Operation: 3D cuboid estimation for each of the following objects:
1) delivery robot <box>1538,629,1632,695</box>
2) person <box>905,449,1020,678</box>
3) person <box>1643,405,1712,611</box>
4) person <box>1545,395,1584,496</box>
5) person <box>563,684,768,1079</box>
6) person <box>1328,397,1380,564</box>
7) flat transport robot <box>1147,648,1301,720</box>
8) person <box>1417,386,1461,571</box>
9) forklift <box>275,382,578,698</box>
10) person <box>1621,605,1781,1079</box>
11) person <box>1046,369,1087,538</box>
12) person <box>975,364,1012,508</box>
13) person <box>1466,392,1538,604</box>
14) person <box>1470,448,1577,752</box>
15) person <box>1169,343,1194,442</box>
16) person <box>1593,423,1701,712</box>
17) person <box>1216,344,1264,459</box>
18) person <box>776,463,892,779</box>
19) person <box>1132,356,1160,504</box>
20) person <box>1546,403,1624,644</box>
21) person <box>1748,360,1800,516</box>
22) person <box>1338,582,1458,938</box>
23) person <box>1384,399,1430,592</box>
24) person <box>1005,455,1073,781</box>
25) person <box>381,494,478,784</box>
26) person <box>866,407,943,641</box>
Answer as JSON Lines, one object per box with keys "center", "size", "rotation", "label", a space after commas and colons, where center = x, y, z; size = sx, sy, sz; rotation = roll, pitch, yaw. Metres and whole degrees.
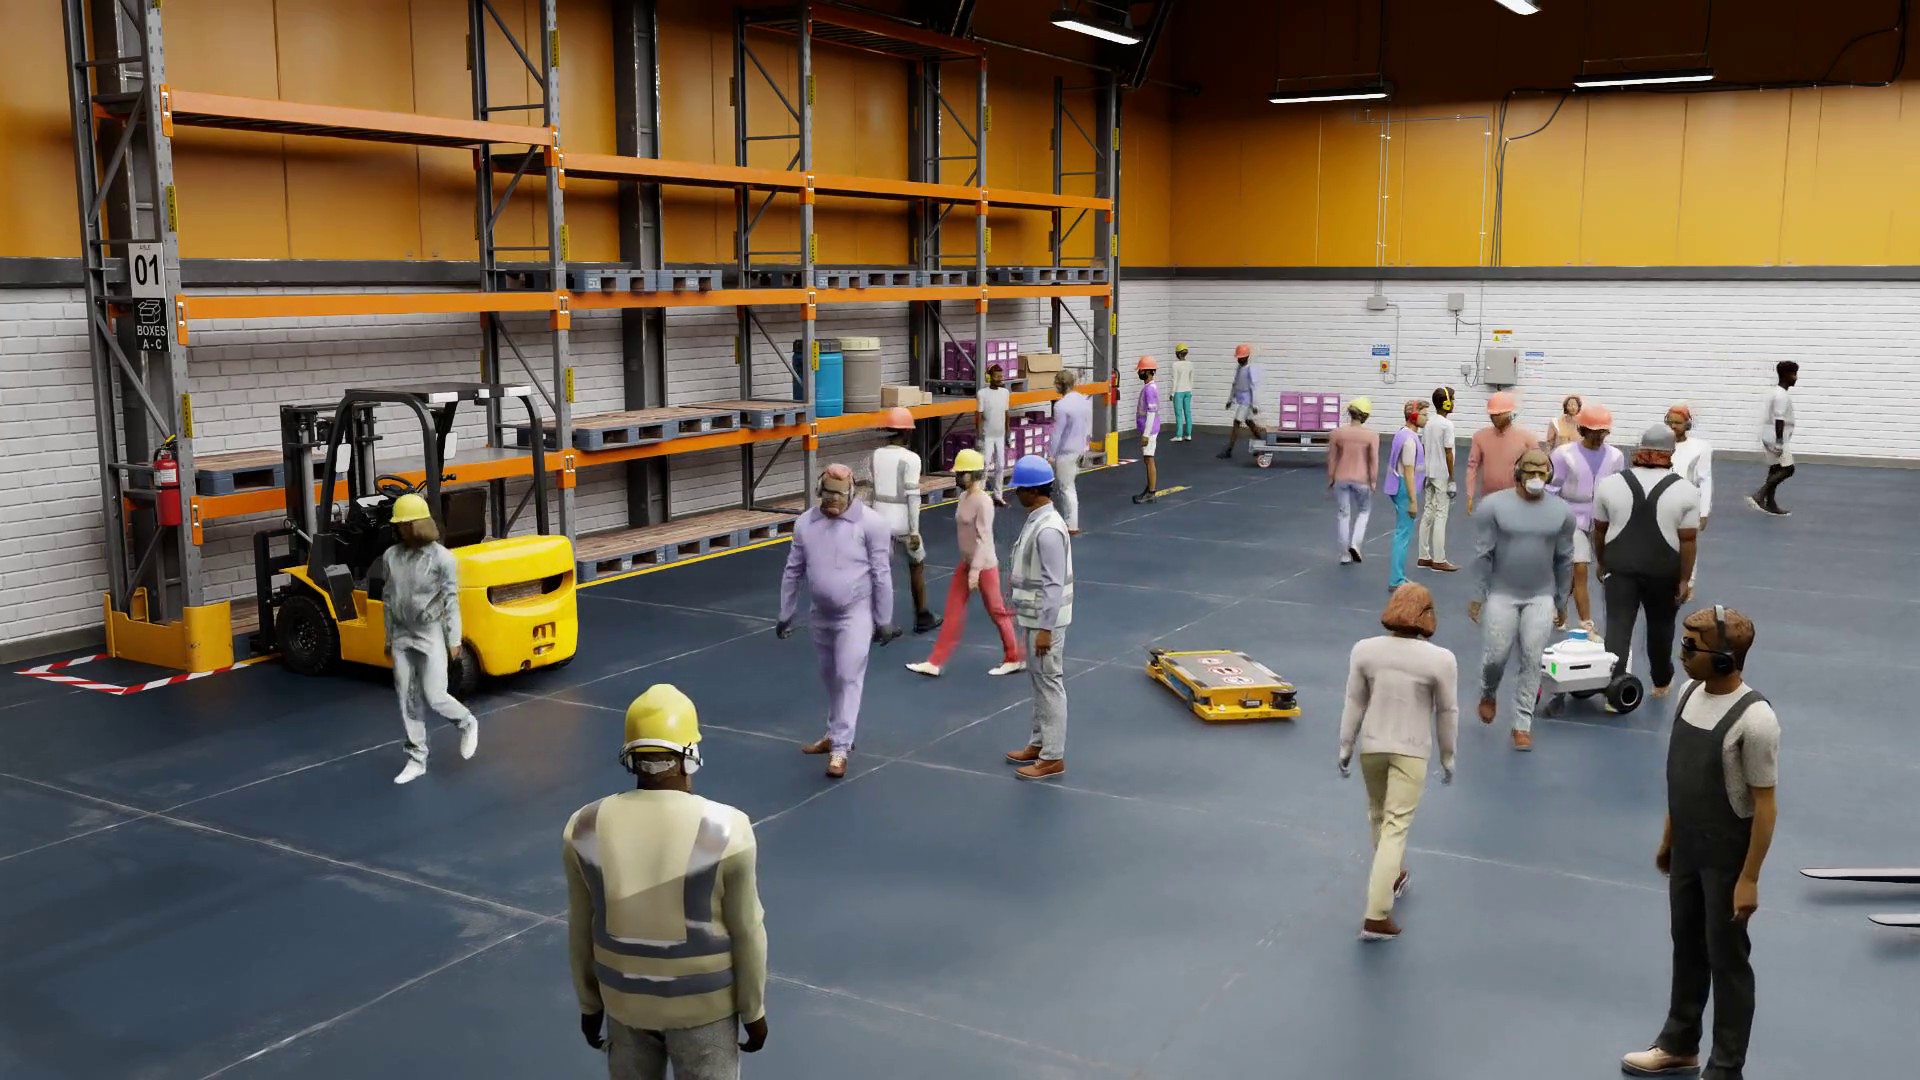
{"center": [4.255, 0.858, 11.450], "size": [0.707, 0.478, 0.477], "rotation": [-3, 10, -19], "label": "delivery robot"}
{"center": [0.069, 0.186, 12.301], "size": [0.898, 1.711, 0.545], "rotation": [-4, 10, -24], "label": "person"}
{"center": [6.468, -0.301, 15.012], "size": [0.608, 1.840, 0.978], "rotation": [7, 11, 36], "label": "person"}
{"center": [6.933, -0.825, 18.953], "size": [0.522, 1.650, 0.394], "rotation": [4, 10, 25], "label": "person"}
{"center": [-0.850, 1.327, 4.881], "size": [0.595, 1.825, 0.403], "rotation": [2, 9, 12], "label": "person"}
{"center": [4.064, -0.610, 17.204], "size": [0.538, 1.740, 0.363], "rotation": [4, 10, 25], "label": "person"}
{"center": [1.839, 0.997, 11.761], "size": [0.652, 0.197, 1.431], "rotation": [-2, 9, -10], "label": "flat transport robot"}
{"center": [4.865, -0.619, 16.869], "size": [0.326, 1.874, 0.519], "rotation": [-3, 10, -19], "label": "person"}
{"center": [-3.974, -0.067, 12.417], "size": [2.313, 2.155, 1.214], "rotation": [5, 11, 30], "label": "forklift"}
{"center": [2.702, 1.138, 5.996], "size": [0.351, 1.842, 0.507], "rotation": [-2, 9, -10], "label": "person"}
{"center": [1.136, -0.977, 18.910], "size": [0.570, 1.926, 0.662], "rotation": [5, 10, 27], "label": "person"}
{"center": [0.438, -1.323, 21.320], "size": [0.540, 1.861, 0.328], "rotation": [-6, 11, -32], "label": "person"}
{"center": [4.889, -0.370, 15.094], "size": [0.603, 1.931, 1.055], "rotation": [8, 12, 42], "label": "person"}
{"center": [3.575, 0.356, 10.622], "size": [0.651, 1.925, 0.603], "rotation": [1, 9, 5], "label": "person"}
{"center": [3.961, -2.646, 29.845], "size": [0.533, 1.767, 0.323], "rotation": [-7, 11, -37], "label": "person"}
{"center": [4.743, 0.154, 11.518], "size": [0.708, 2.000, 1.027], "rotation": [6, 11, 31], "label": "person"}
{"center": [4.677, -2.263, 27.145], "size": [0.991, 1.875, 0.646], "rotation": [-2, 9, -13], "label": "person"}
{"center": [-0.814, 0.473, 10.061], "size": [0.732, 1.866, 0.763], "rotation": [5, 11, 30], "label": "person"}
{"center": [2.441, -1.439, 21.781], "size": [0.357, 1.938, 0.545], "rotation": [1, 9, 6], "label": "person"}
{"center": [5.079, -0.150, 13.619], "size": [0.635, 1.986, 1.060], "rotation": [-1, 9, -8], "label": "person"}
{"center": [10.133, -1.254, 20.604], "size": [0.434, 1.952, 0.605], "rotation": [2, 9, 14], "label": "person"}
{"center": [2.030, 0.994, 7.713], "size": [0.519, 1.585, 0.826], "rotation": [6, 11, 33], "label": "person"}
{"center": [4.204, -0.412, 15.702], "size": [0.395, 1.835, 0.566], "rotation": [2, 9, 10], "label": "person"}
{"center": [0.473, 0.458, 9.927], "size": [0.402, 1.941, 0.602], "rotation": [-1, 9, -5], "label": "person"}
{"center": [-3.173, 0.568, 9.923], "size": [0.490, 1.731, 0.497], "rotation": [3, 10, 19], "label": "person"}
{"center": [-0.453, -0.147, 13.803], "size": [0.576, 1.904, 0.859], "rotation": [6, 11, 35], "label": "person"}
